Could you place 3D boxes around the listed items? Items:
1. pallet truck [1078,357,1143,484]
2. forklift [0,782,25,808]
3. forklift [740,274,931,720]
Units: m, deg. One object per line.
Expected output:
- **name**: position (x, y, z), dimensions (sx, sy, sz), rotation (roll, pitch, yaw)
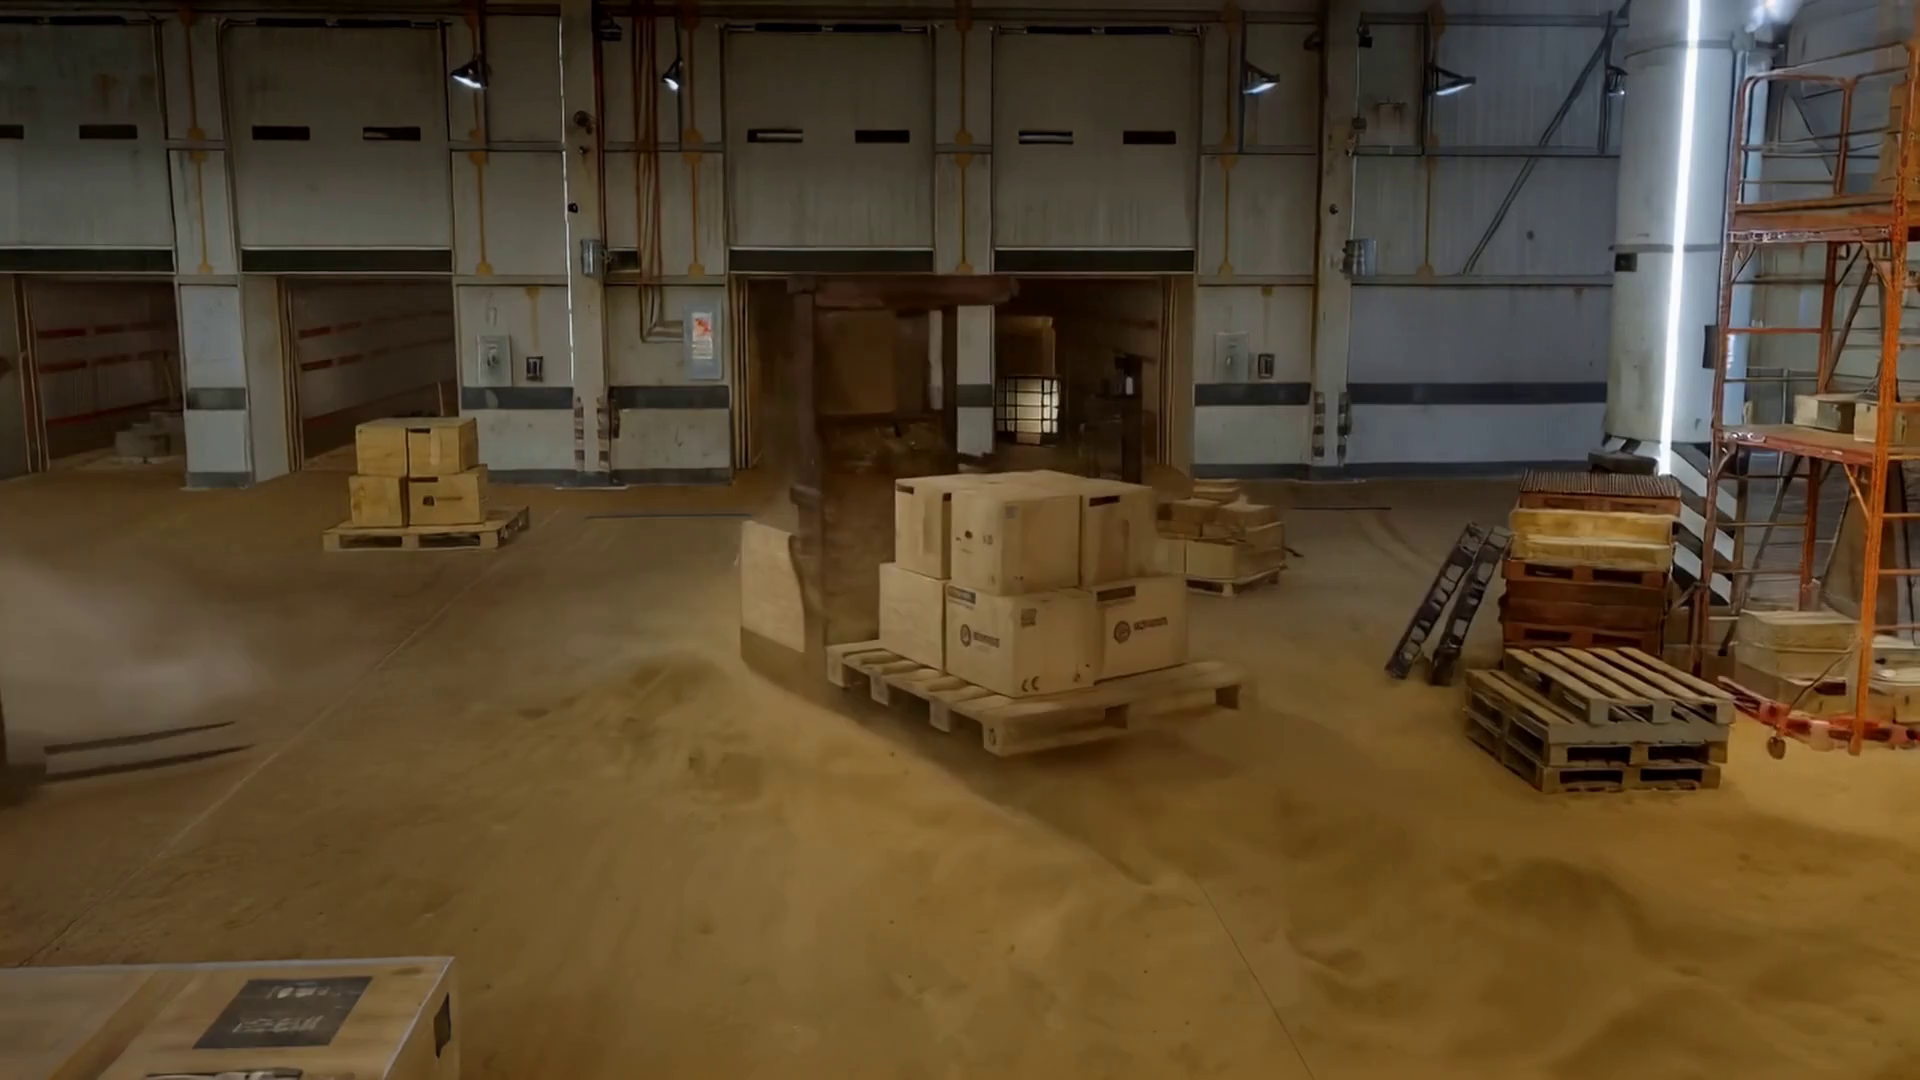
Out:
- **pallet truck**: position (2.088, -0.836, 16.757), dimensions (1.885, 1.965, 0.823), rotation (2, 9, 13)
- **forklift**: position (-6.003, 0.041, 8.491), dimensions (1.873, 2.768, 1.129), rotation (-6, 11, -32)
- **forklift**: position (-0.673, -0.399, 11.251), dimensions (1.129, 2.768, 1.873), rotation (-6, 11, -32)
